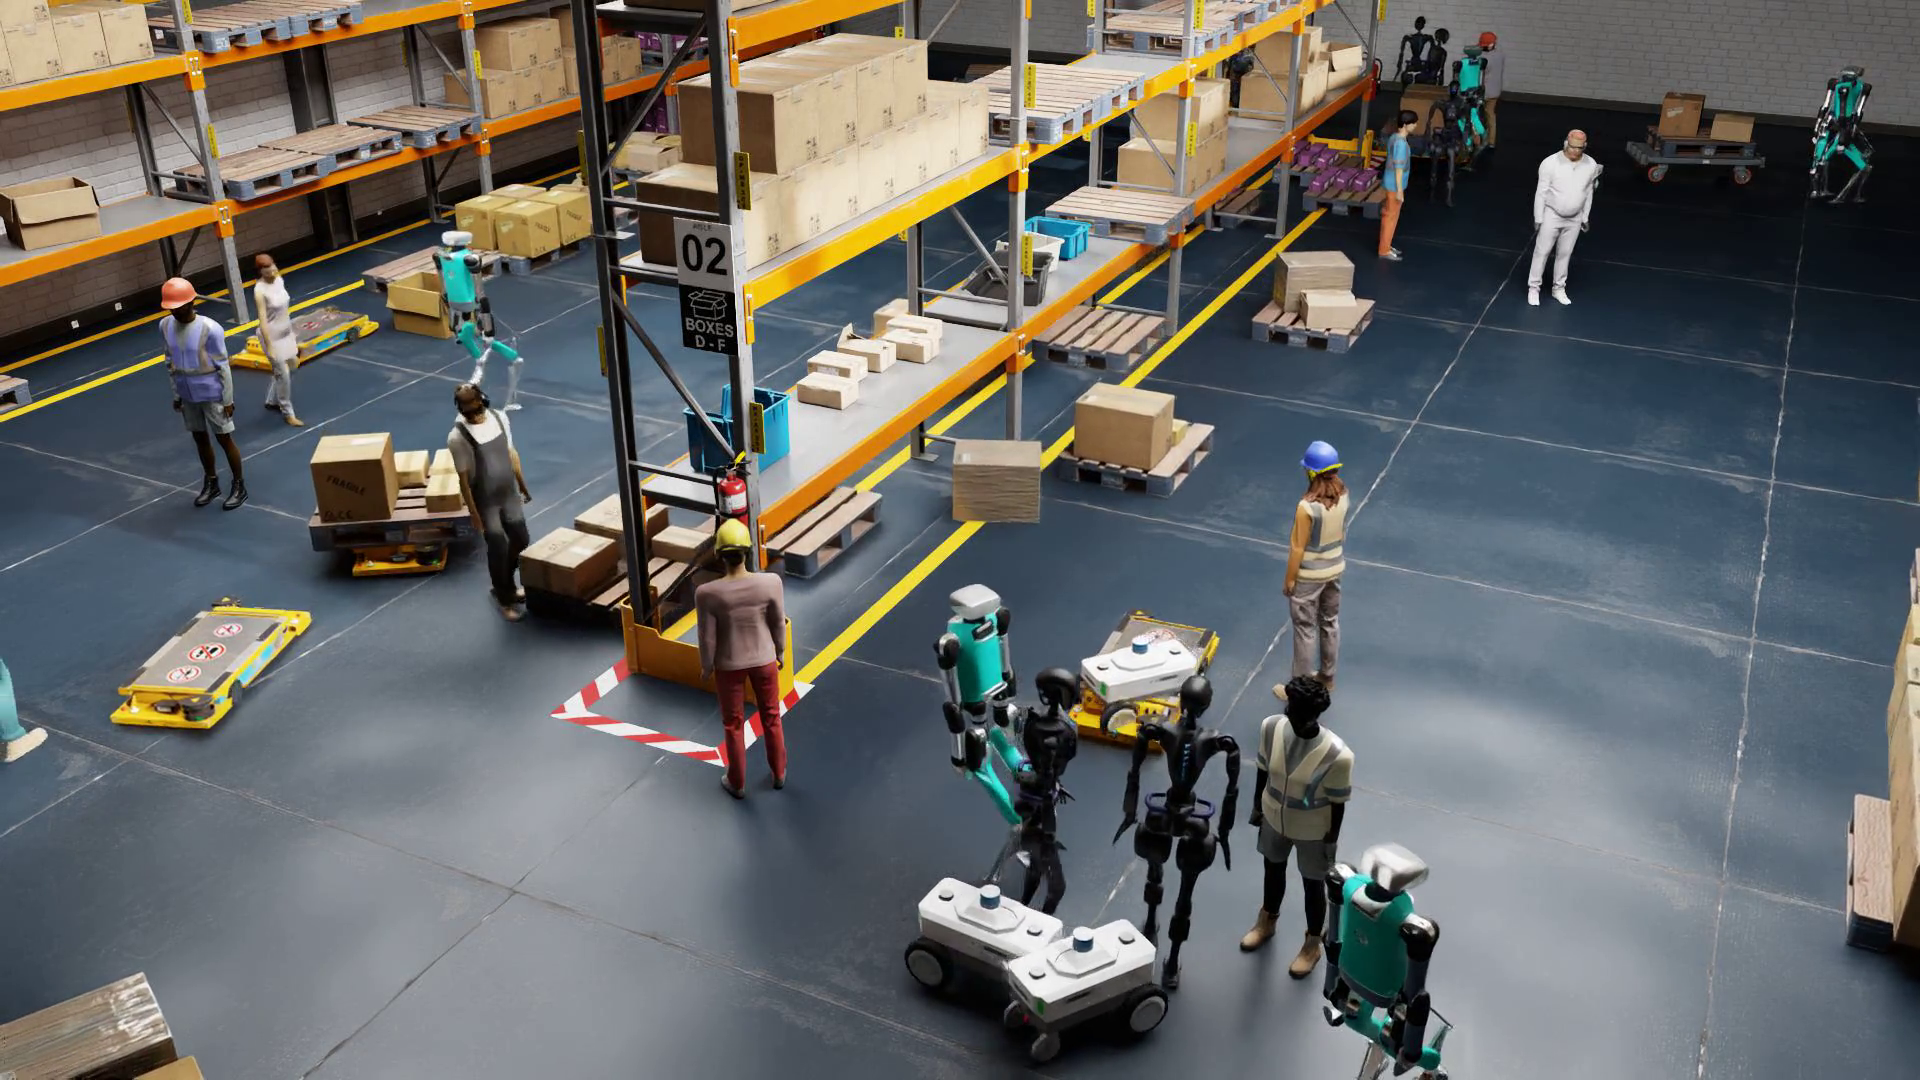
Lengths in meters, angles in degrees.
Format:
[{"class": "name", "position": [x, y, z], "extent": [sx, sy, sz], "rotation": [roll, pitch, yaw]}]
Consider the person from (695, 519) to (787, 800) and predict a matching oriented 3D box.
[{"class": "person", "position": [-1.263, 0.700, 9.686], "extent": [0.523, 1.758, 0.333], "rotation": [-9, 28, -17]}]

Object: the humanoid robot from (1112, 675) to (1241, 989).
[{"class": "humanoid robot", "position": [1.062, 1.437, 8.298], "extent": [0.608, 1.631, 0.507], "rotation": [6, 27, 13]}]

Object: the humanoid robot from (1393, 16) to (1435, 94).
[{"class": "humanoid robot", "position": [7.087, -7.319, 25.976], "extent": [0.608, 1.657, 0.314], "rotation": [-2, 26, -4]}]

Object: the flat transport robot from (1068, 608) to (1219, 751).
[{"class": "flat transport robot", "position": [1.222, 0.897, 10.966], "extent": [0.659, 0.231, 1.431], "rotation": [10, 28, 19]}]

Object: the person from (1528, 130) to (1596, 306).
[{"class": "person", "position": [6.505, -3.473, 17.957], "extent": [0.639, 1.902, 0.410], "rotation": [-2, 26, -5]}]

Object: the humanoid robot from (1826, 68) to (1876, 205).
[{"class": "humanoid robot", "position": [11.725, -5.208, 21.649], "extent": [0.871, 1.774, 0.599], "rotation": [14, 30, 27]}]

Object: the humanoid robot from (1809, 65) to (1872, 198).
[{"class": "humanoid robot", "position": [11.415, -5.275, 21.801], "extent": [0.548, 1.746, 0.888], "rotation": [21, 33, 35]}]

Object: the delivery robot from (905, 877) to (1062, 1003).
[{"class": "delivery robot", "position": [0.143, 2.005, 8.400], "extent": [0.793, 0.590, 0.499], "rotation": [15, 30, 28]}]

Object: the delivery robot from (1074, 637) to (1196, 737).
[{"class": "delivery robot", "position": [1.123, 0.907, 10.631], "extent": [0.798, 0.601, 0.499], "rotation": [-10, 28, -20]}]

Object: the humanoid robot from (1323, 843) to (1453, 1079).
[{"class": "humanoid robot", "position": [1.873, 1.968, 7.091], "extent": [0.702, 1.749, 0.540], "rotation": [-18, 31, -32]}]

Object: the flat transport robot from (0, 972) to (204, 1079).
[{"class": "flat transport robot", "position": [-3.593, 2.945, 6.830], "extent": [1.431, 0.231, 0.659], "rotation": [-18, 32, -32]}]

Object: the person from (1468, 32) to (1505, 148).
[{"class": "person", "position": [7.759, -6.624, 24.541], "extent": [0.574, 1.712, 0.380], "rotation": [-18, 32, -32]}]

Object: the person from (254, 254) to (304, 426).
[{"class": "person", "position": [-6.179, -1.806, 14.887], "extent": [0.537, 1.624, 0.511], "rotation": [4, 27, 9]}]

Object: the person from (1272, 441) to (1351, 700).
[{"class": "person", "position": [2.269, 0.207, 10.676], "extent": [0.480, 1.767, 0.374], "rotation": [-15, 30, -28]}]

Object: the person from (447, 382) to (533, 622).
[{"class": "person", "position": [-3.275, -0.290, 11.634], "extent": [0.422, 1.812, 0.604], "rotation": [17, 31, 30]}]

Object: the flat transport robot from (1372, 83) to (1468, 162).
[{"class": "flat transport robot", "position": [6.725, -5.752, 24.396], "extent": [1.431, 0.231, 0.659], "rotation": [10, 28, 19]}]

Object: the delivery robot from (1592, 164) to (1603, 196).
[{"class": "delivery robot", "position": [8.257, -4.915, 22.375], "extent": [0.750, 0.587, 0.525], "rotation": [16, 30, 29]}]

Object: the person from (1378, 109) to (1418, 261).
[{"class": "person", "position": [5.124, -4.160, 19.504], "extent": [0.332, 1.759, 0.497], "rotation": [3, 27, 7]}]

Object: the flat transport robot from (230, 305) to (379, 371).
[{"class": "flat transport robot", "position": [-6.652, -2.053, 16.925], "extent": [0.659, 0.231, 1.431], "rotation": [10, 28, 19]}]

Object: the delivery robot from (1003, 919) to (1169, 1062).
[{"class": "delivery robot", "position": [0.596, 2.140, 8.104], "extent": [0.749, 0.569, 0.499], "rotation": [-14, 30, -26]}]

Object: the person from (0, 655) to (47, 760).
[{"class": "person", "position": [-5.973, 0.596, 9.842], "extent": [0.534, 1.818, 0.713], "rotation": [3, 26, 5]}]

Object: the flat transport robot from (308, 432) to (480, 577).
[{"class": "flat transport robot", "position": [-4.317, -0.121, 13.023], "extent": [0.659, 0.231, 1.431], "rotation": [-4, 27, -9]}]

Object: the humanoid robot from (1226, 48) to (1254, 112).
[{"class": "humanoid robot", "position": [4.078, -6.557, 24.445], "extent": [0.621, 1.637, 0.609], "rotation": [-21, 33, -35]}]

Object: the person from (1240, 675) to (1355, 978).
[{"class": "person", "position": [1.687, 1.409, 8.330], "extent": [0.535, 1.693, 0.320], "rotation": [23, 34, 38]}]

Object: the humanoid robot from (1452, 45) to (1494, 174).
[{"class": "humanoid robot", "position": [7.117, -5.873, 23.000], "extent": [0.551, 1.804, 0.697], "rotation": [-10, 28, -20]}]

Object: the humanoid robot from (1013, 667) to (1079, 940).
[{"class": "humanoid robot", "position": [0.419, 1.350, 8.467], "extent": [0.367, 1.651, 0.587], "rotation": [2, 26, 4]}]

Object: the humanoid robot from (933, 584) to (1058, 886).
[{"class": "humanoid robot", "position": [0.268, 1.146, 8.854], "extent": [0.768, 1.812, 0.534], "rotation": [20, 33, 35]}]

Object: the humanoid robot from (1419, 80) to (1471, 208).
[{"class": "humanoid robot", "position": [6.303, -5.134, 21.586], "extent": [0.609, 1.626, 0.713], "rotation": [3, 26, 5]}]

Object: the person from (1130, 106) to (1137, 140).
[{"class": "person", "position": [2.700, -6.565, 24.280], "extent": [0.367, 1.833, 0.503], "rotation": [21, 33, 36]}]

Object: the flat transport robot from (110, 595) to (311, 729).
[{"class": "flat transport robot", "position": [-4.996, 0.806, 11.151], "extent": [0.659, 0.231, 1.431], "rotation": [3, 26, 6]}]

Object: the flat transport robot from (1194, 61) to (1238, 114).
[{"class": "flat transport robot", "position": [3.974, -7.246, 27.415], "extent": [1.431, 0.231, 0.659], "rotation": [21, 33, 36]}]

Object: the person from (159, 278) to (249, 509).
[{"class": "person", "position": [-6.056, -1.165, 13.268], "extent": [0.542, 1.930, 0.375], "rotation": [6, 27, 12]}]

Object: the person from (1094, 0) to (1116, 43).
[{"class": "person", "position": [2.517, -8.947, 28.978], "extent": [0.410, 1.931, 0.529], "rotation": [-5, 27, -10]}]

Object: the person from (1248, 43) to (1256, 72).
[{"class": "person", "position": [4.439, -6.844, 24.808], "extent": [0.424, 1.857, 0.683], "rotation": [-8, 27, -15]}]

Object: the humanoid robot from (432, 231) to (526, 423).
[{"class": "humanoid robot", "position": [-4.327, -1.970, 15.113], "extent": [0.554, 1.776, 0.857], "rotation": [15, 30, 27]}]

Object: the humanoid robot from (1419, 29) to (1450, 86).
[{"class": "humanoid robot", "position": [7.098, -6.845, 25.022], "extent": [0.346, 1.647, 0.612], "rotation": [-5, 27, -9]}]
